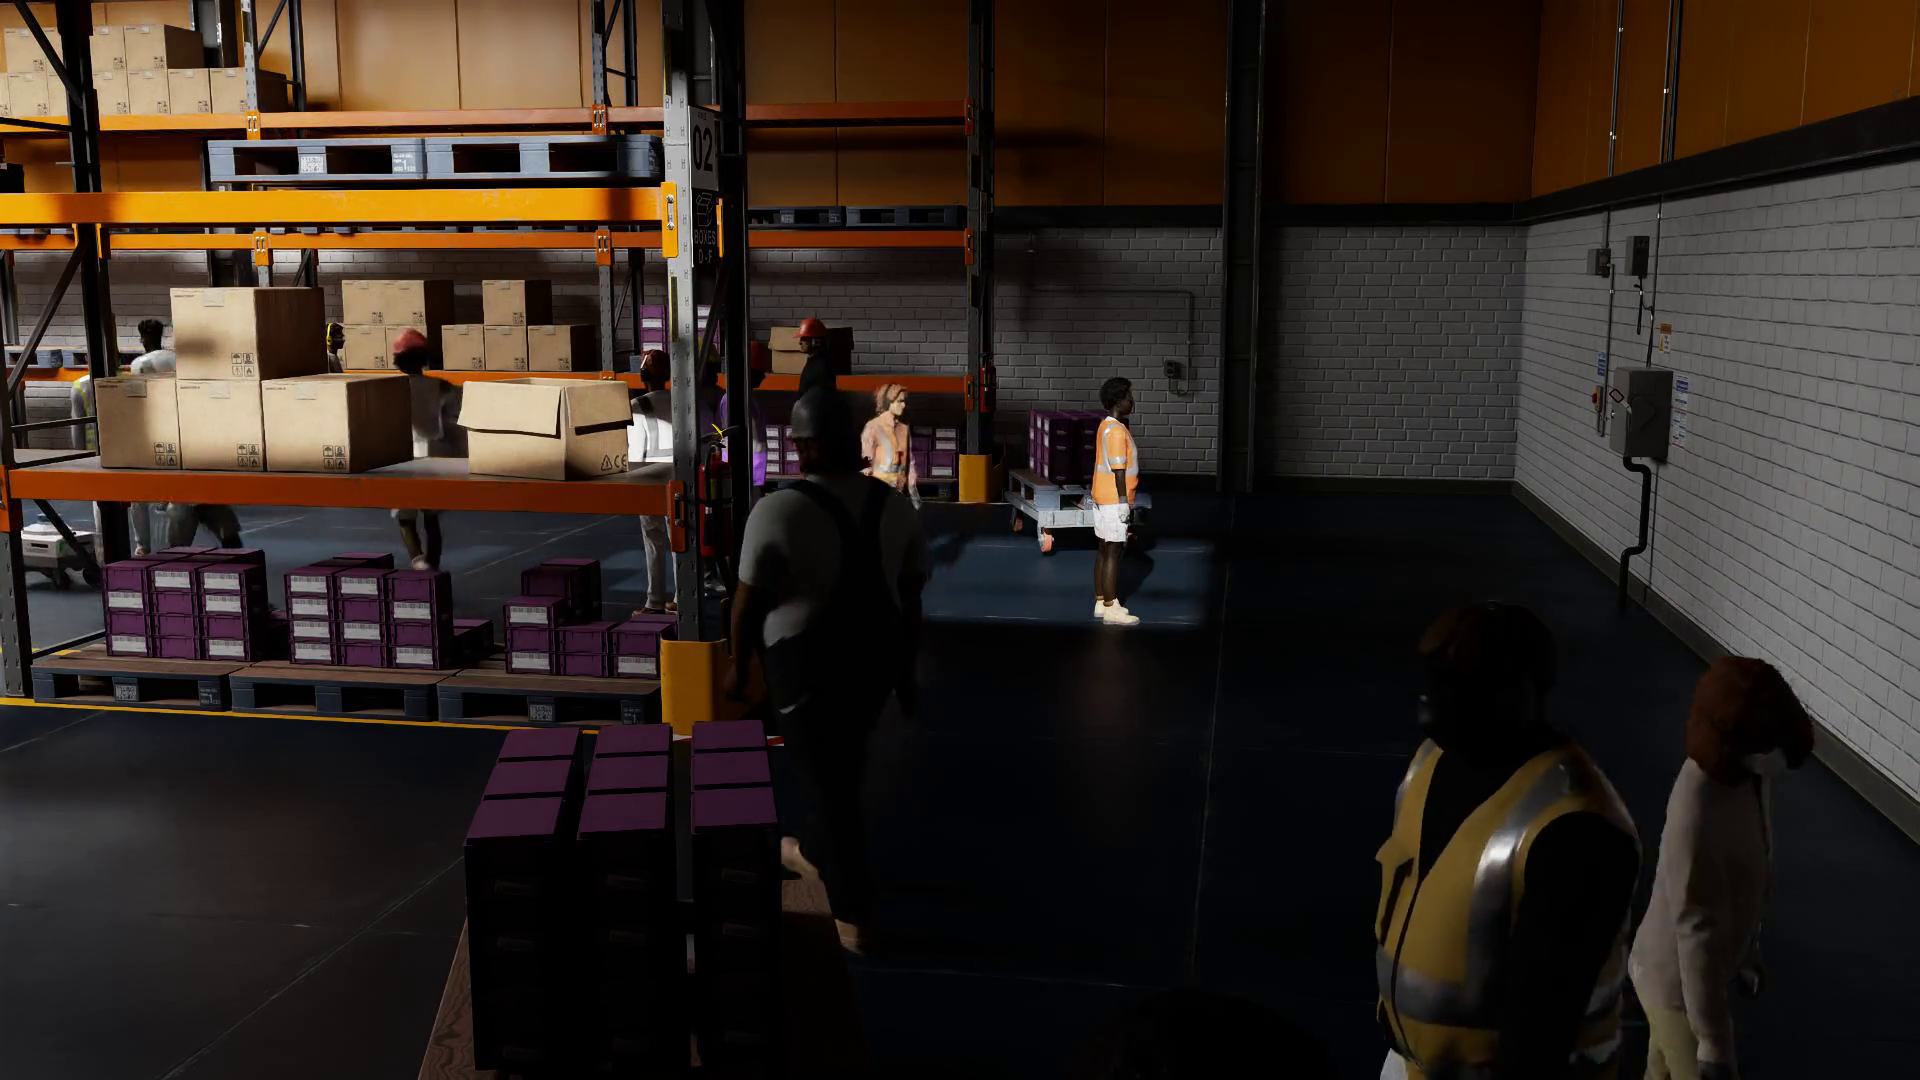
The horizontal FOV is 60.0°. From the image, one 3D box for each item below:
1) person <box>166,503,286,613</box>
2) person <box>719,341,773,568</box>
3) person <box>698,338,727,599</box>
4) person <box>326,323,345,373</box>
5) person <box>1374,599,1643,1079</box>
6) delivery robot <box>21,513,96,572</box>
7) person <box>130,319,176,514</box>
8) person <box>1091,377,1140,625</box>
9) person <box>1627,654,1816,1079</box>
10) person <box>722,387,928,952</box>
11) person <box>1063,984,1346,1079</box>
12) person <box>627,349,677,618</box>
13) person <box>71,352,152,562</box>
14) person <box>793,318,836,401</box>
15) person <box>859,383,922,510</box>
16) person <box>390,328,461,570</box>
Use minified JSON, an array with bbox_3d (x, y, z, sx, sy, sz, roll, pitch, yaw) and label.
[{"bbox_3d":[-4.943,-0.296,10.989,0.959,1.891,0.570,2,9,12],"label":"person"},{"bbox_3d":[-1.476,-0.421,11.642,0.366,1.931,0.542,1,9,6],"label":"person"},{"bbox_3d":[-1.902,-0.532,12.333,0.370,1.926,0.594,5,11,30],"label":"person"},{"bbox_3d":[-6.664,-1.374,17.739,0.334,1.873,0.517,-2,9,-12],"label":"person"},{"bbox_3d":[0.905,1.012,3.112,0.860,1.806,0.641,-3,9,-15],"label":"person"},{"bbox_3d":[-6.995,0.039,12.751,0.707,0.478,0.477,4,10,22],"label":"delivery robot"},{"bbox_3d":[-7.946,-1.222,16.546,0.449,1.944,0.625,5,10,29],"label":"person"},{"bbox_3d":[1.067,-0.270,11.421,0.318,1.699,0.533,-1,9,-6],"label":"person"},{"bbox_3d":[1.654,1.016,3.728,0.389,1.601,0.541,5,10,29],"label":"person"},{"bbox_3d":[-0.551,0.412,6.129,0.690,2.000,0.958,-7,12,-39],"label":"person"},{"bbox_3d":[0.272,1.272,1.237,0.654,1.896,0.600,5,11,30],"label":"person"},{"bbox_3d":[-2.067,-0.368,11.457,0.356,1.883,0.573,7,12,39],"label":"person"},{"bbox_3d":[-7.066,-0.734,13.899,0.626,1.835,0.430,-8,12,-39],"label":"person"},{"bbox_3d":[-1.311,-1.010,15.093,0.382,1.994,0.613,-4,10,-23],"label":"person"},{"bbox_3d":[-0.498,-0.314,11.928,0.542,1.616,0.534,5,10,26],"label":"person"},{"bbox_3d":[-3.866,-0.507,11.945,0.615,2.021,0.751,-6,11,-31],"label":"person"}]
